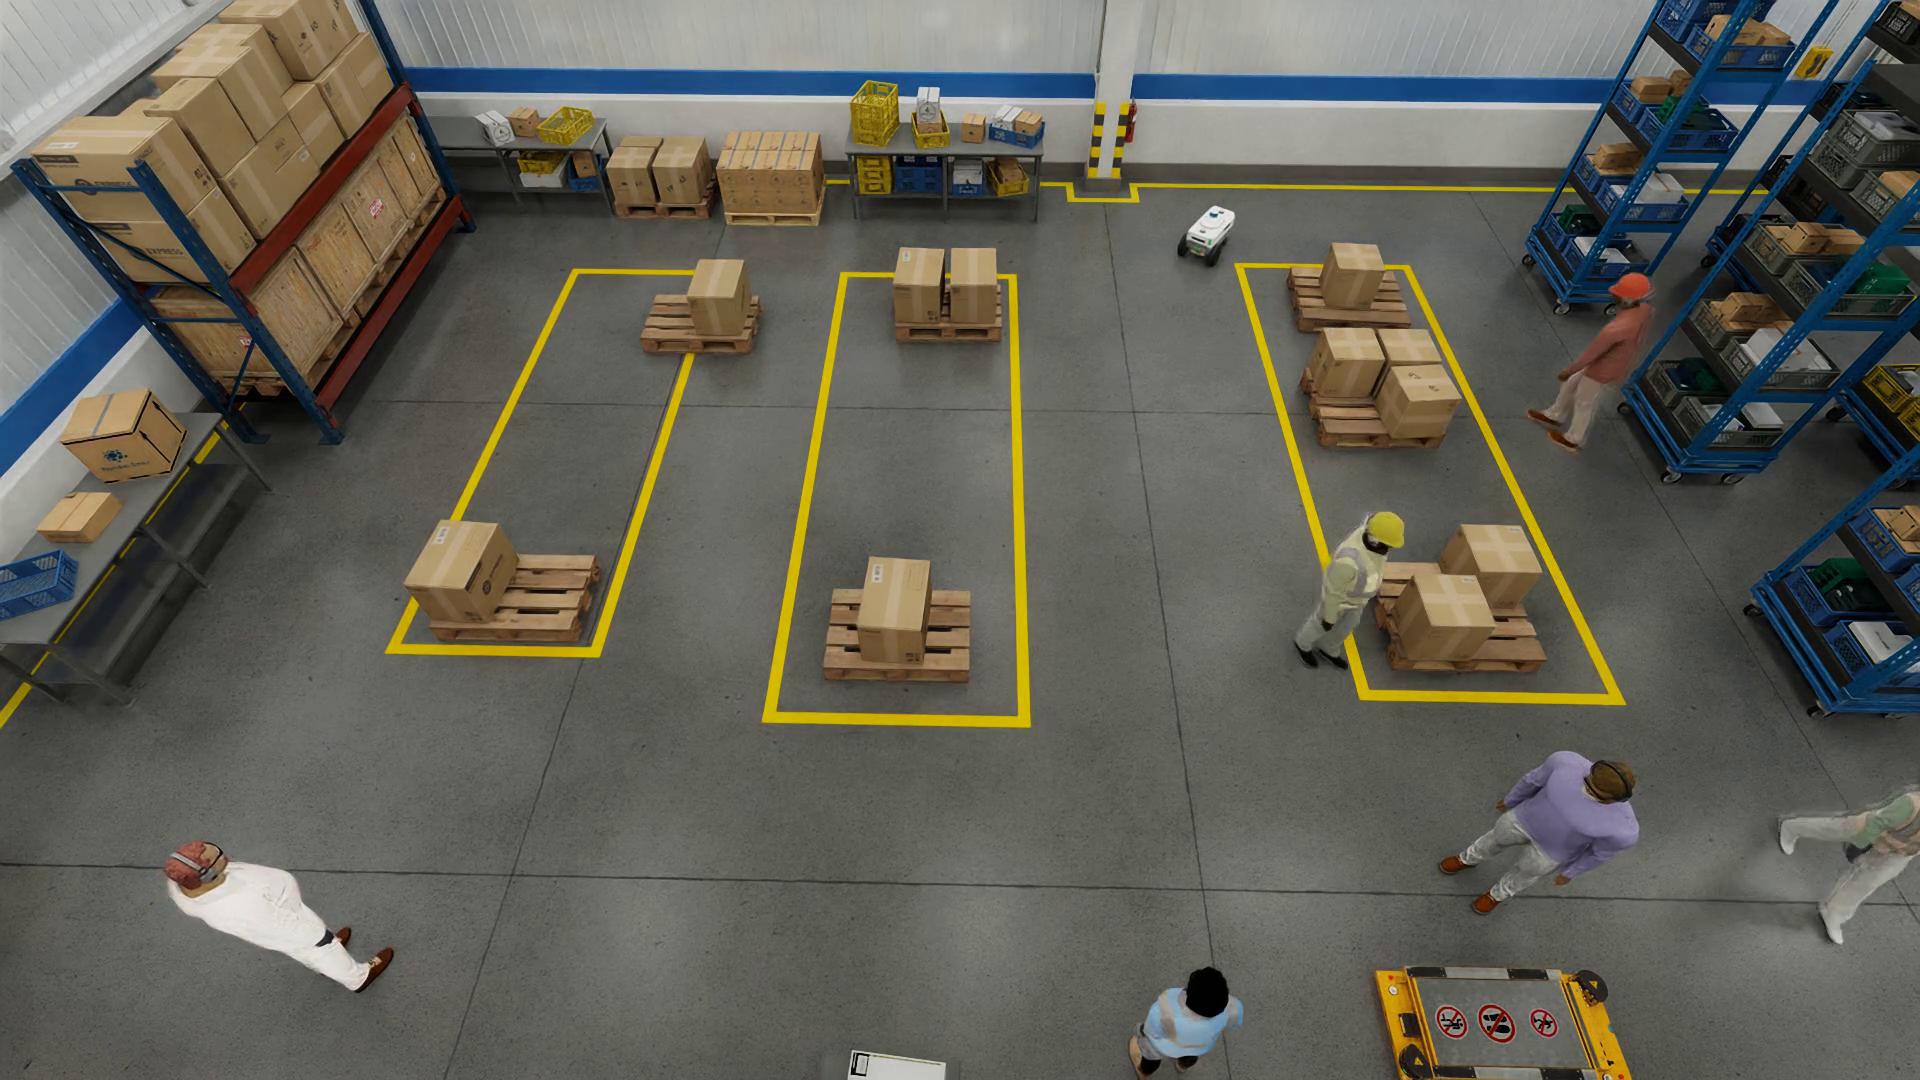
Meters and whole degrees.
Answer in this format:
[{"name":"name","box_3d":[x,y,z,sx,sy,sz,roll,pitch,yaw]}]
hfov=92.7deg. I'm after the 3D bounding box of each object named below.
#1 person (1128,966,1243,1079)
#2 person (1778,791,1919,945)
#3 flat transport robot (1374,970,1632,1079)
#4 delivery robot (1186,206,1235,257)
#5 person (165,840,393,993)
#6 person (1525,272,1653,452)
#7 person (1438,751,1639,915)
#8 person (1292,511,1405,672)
[{"name":"person","box_3d":[1.269,2.802,5.270,0.540,1.695,0.317,-4,51,-3]},{"name":"person","box_3d":[6.093,1.952,6.025,0.512,1.593,0.872,14,52,11]},{"name":"flat transport robot","box_3d":[3.501,3.133,5.914,1.431,0.197,0.652,1,51,1]},{"name":"delivery robot","box_3d":[3.111,-3.866,11.376,0.477,0.478,0.707,29,56,22]},{"name":"person","box_3d":[-4.121,2.281,5.567,0.639,1.900,0.401,18,53,14]},{"name":"person","box_3d":[6.042,-1.692,8.778,0.653,1.940,0.755,-36,59,-26]},{"name":"person","box_3d":[3.728,1.883,5.869,0.373,1.935,0.627,-19,53,-15]},{"name":"person","box_3d":[3.039,0.432,7.124,0.634,1.810,0.513,-35,59,-25]}]
